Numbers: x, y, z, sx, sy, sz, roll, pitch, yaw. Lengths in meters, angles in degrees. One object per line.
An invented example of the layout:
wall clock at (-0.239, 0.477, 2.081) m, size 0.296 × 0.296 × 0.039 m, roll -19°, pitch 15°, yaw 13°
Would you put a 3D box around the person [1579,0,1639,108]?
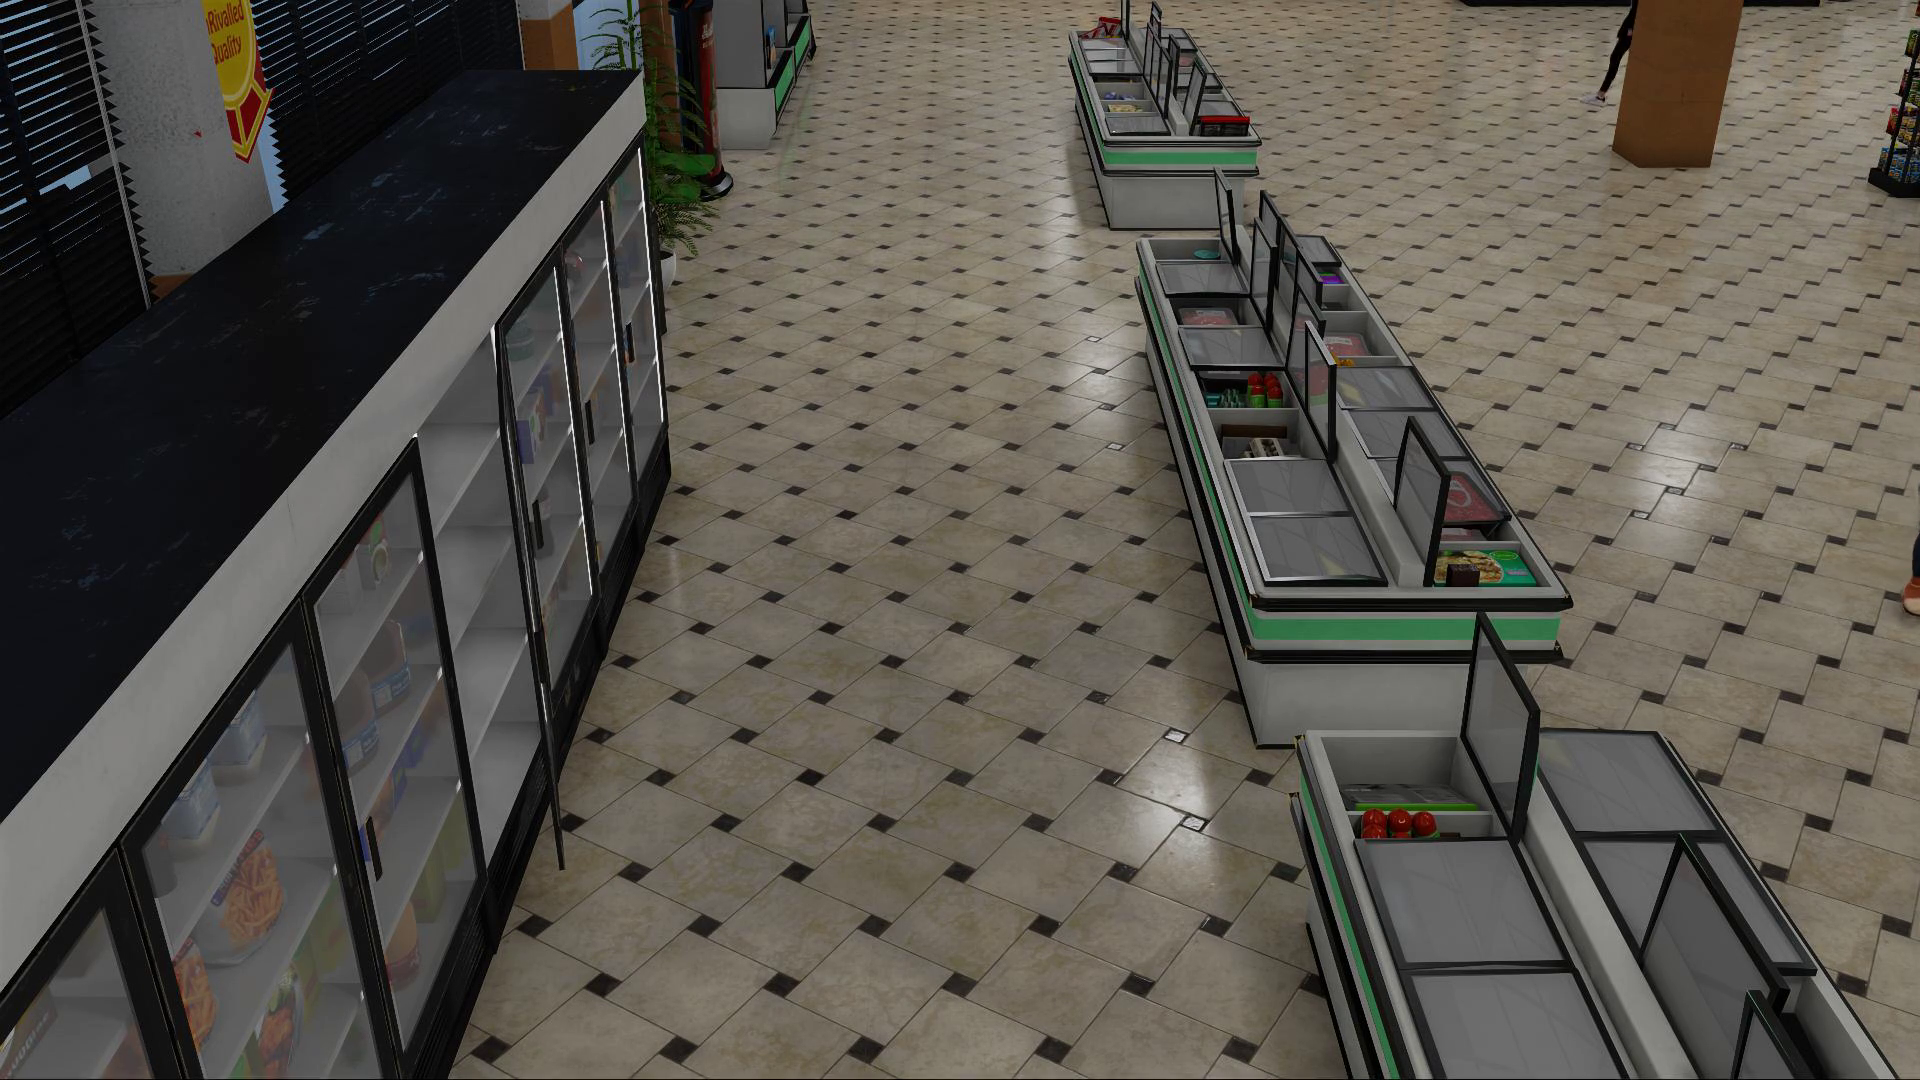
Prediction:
person at (7.300, -5.392, 17.586) m, size 0.914 × 1.757 × 1.181 m, roll 8°, pitch 28°, yaw 16°
